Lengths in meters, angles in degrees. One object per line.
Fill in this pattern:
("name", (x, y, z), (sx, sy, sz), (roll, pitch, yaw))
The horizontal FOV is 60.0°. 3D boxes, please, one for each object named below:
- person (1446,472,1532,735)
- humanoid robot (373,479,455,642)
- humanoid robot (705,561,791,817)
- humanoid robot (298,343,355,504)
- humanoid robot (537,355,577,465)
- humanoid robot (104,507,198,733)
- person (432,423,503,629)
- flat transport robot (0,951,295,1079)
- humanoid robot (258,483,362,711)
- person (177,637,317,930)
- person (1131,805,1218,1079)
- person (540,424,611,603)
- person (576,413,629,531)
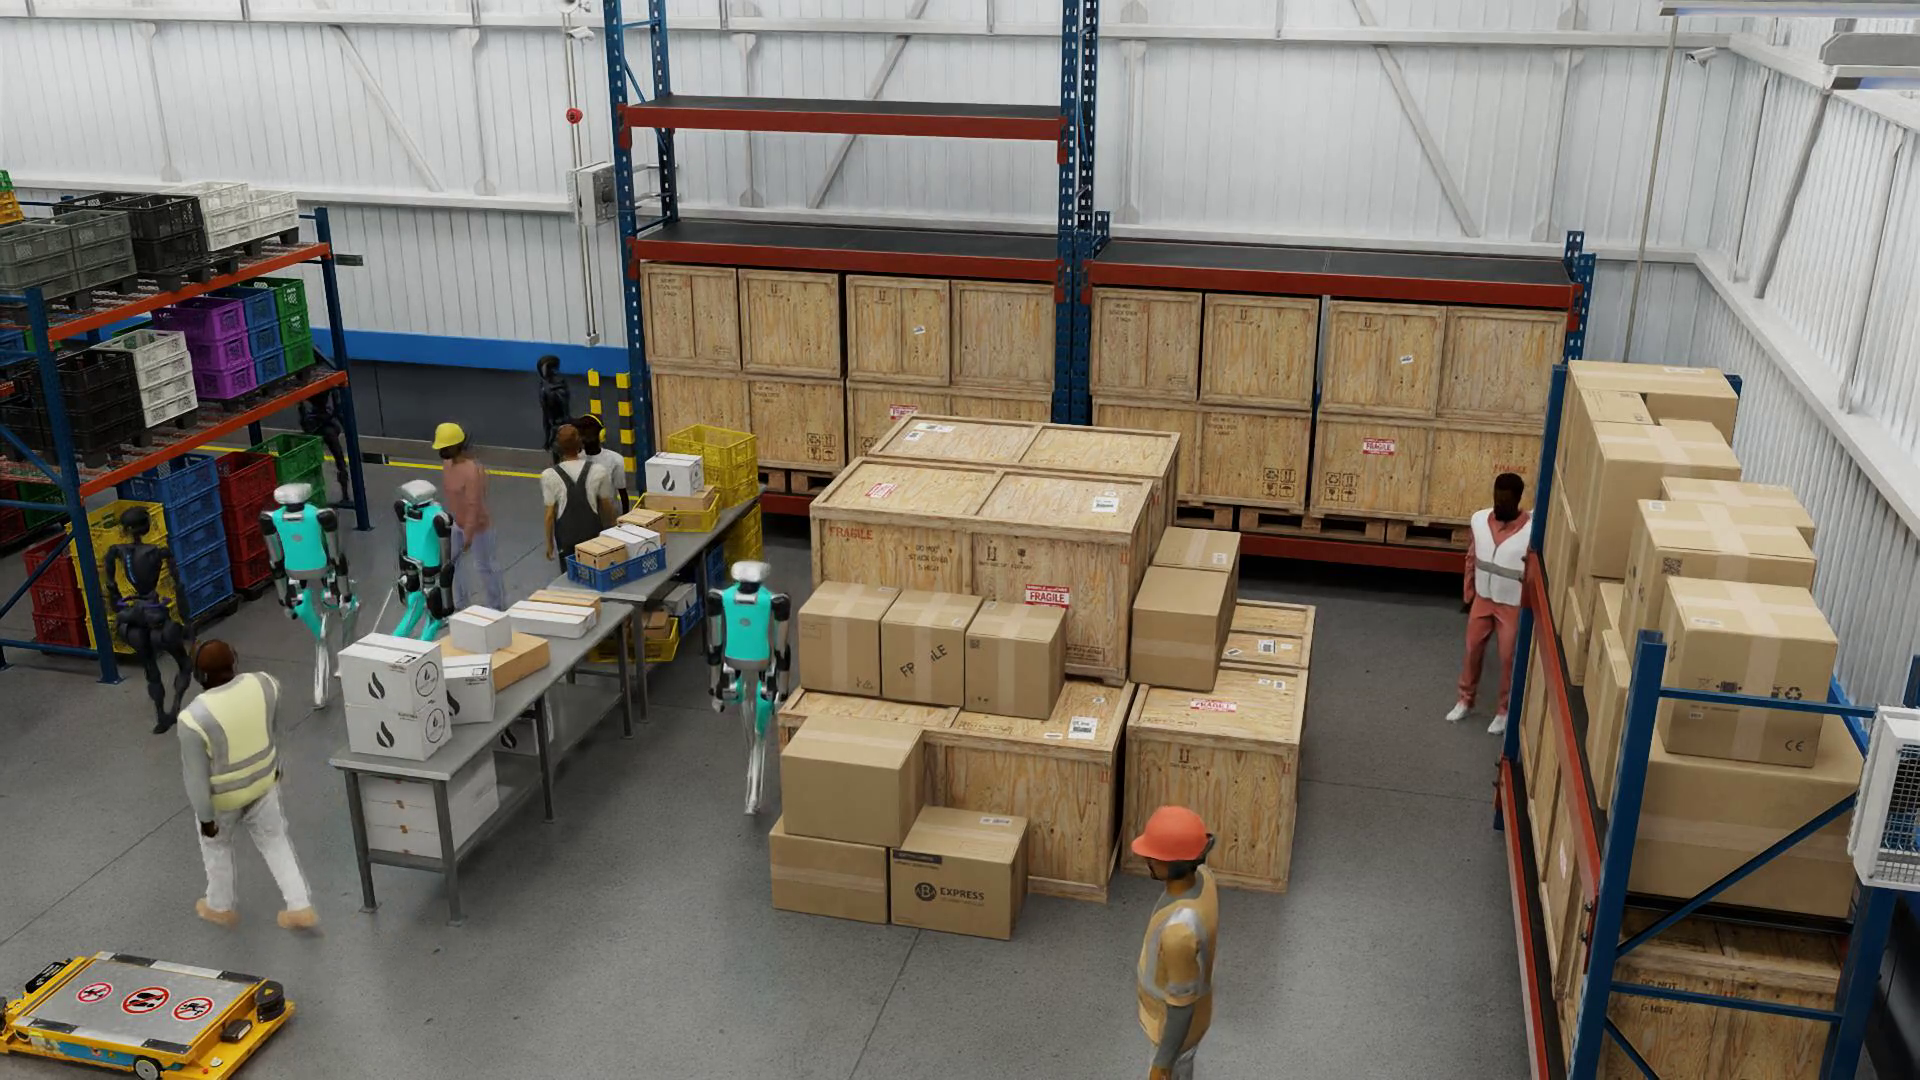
("person", (3.777, 0.430, 11.629), (0.412, 1.911, 0.605), (-19, 28, -41))
("humanoid robot", (-3.909, 0.545, 11.724), (0.565, 1.901, 0.755), (14, 25, 32))
("humanoid robot", (-1.318, 0.885, 10.702), (0.558, 1.743, 1.037), (1, 21, 3))
("humanoid robot", (-6.200, -1.112, 16.028), (0.718, 1.639, 0.603), (7, 22, 19))
("humanoid robot", (-3.701, -0.954, 15.580), (0.426, 1.643, 0.594), (-14, 25, -33))
("humanoid robot", (-5.663, 0.556, 11.623), (0.601, 1.649, 0.336), (2, 21, 6))
("person", (-3.982, -0.083, 13.201), (0.549, 1.742, 0.665), (19, 28, 40))
("flat transport robot", (-4.270, 2.464, 8.601), (1.431, 0.231, 0.659), (5, 22, 13))
("humanoid robot", (-4.678, 0.333, 12.178), (0.533, 1.742, 1.049), (-2, 21, -6))
("person", (-4.038, 1.371, 9.290), (0.796, 1.814, 0.638), (13, 24, 30))
("person", (0.895, 2.056, 7.186), (0.376, 2.040, 0.613), (5, 21, 12))
("person", (-2.945, -0.007, 12.862), (0.513, 1.846, 0.345), (-8, 22, -19))
("person", (-2.843, -0.095, 13.055), (0.527, 1.867, 0.317), (5, 21, 12))
